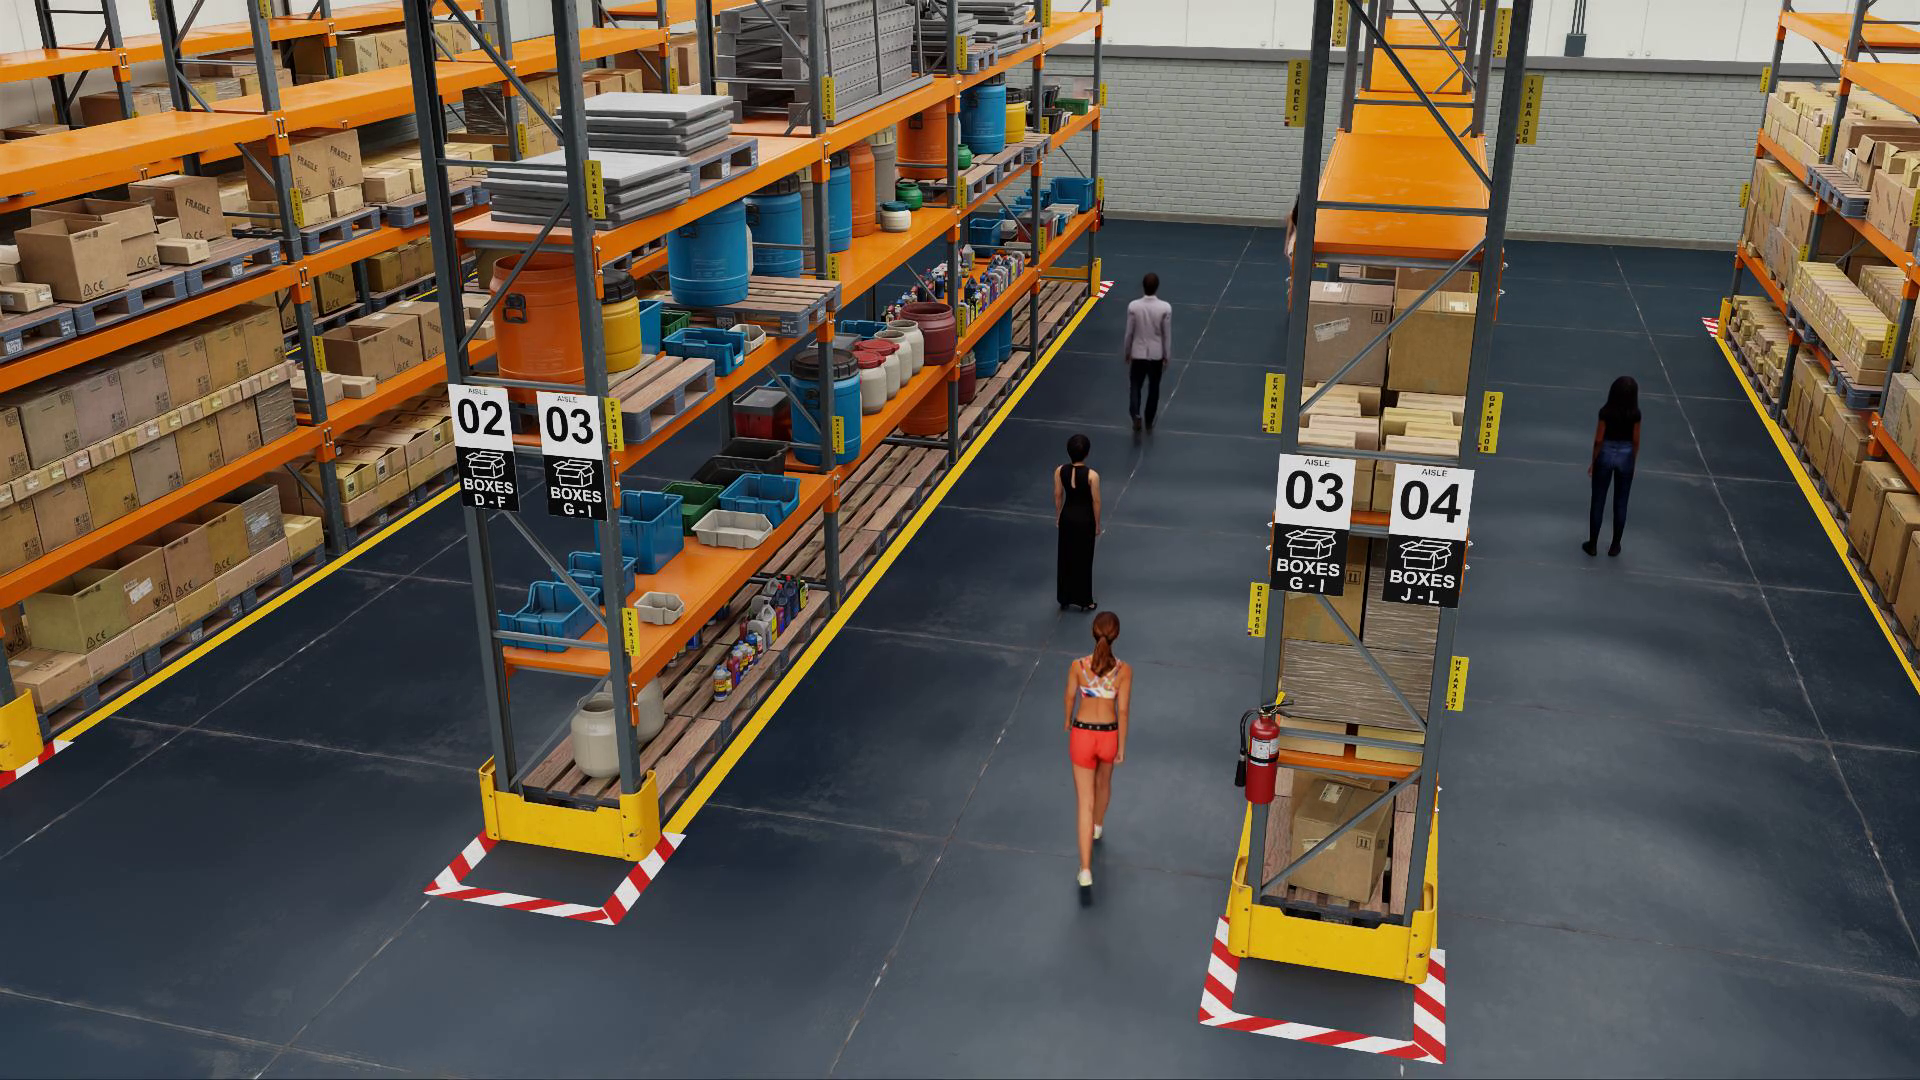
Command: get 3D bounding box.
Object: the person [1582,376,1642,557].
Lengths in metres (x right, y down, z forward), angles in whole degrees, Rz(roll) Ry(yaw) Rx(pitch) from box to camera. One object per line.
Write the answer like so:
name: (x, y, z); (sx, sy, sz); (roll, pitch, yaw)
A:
person: (6.104, -0.692, 15.528); (0.562, 1.739, 0.530); (5, 23, 12)

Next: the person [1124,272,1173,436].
person: (2.111, -2.080, 18.800); (0.764, 1.830, 1.100); (3, 22, 7)

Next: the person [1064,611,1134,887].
person: (0.845, 1.351, 10.527); (0.775, 1.744, 1.231); (1, 22, 1)

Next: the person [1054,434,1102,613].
person: (1.006, -0.143, 14.364); (0.612, 1.604, 0.566); (11, 24, 24)
